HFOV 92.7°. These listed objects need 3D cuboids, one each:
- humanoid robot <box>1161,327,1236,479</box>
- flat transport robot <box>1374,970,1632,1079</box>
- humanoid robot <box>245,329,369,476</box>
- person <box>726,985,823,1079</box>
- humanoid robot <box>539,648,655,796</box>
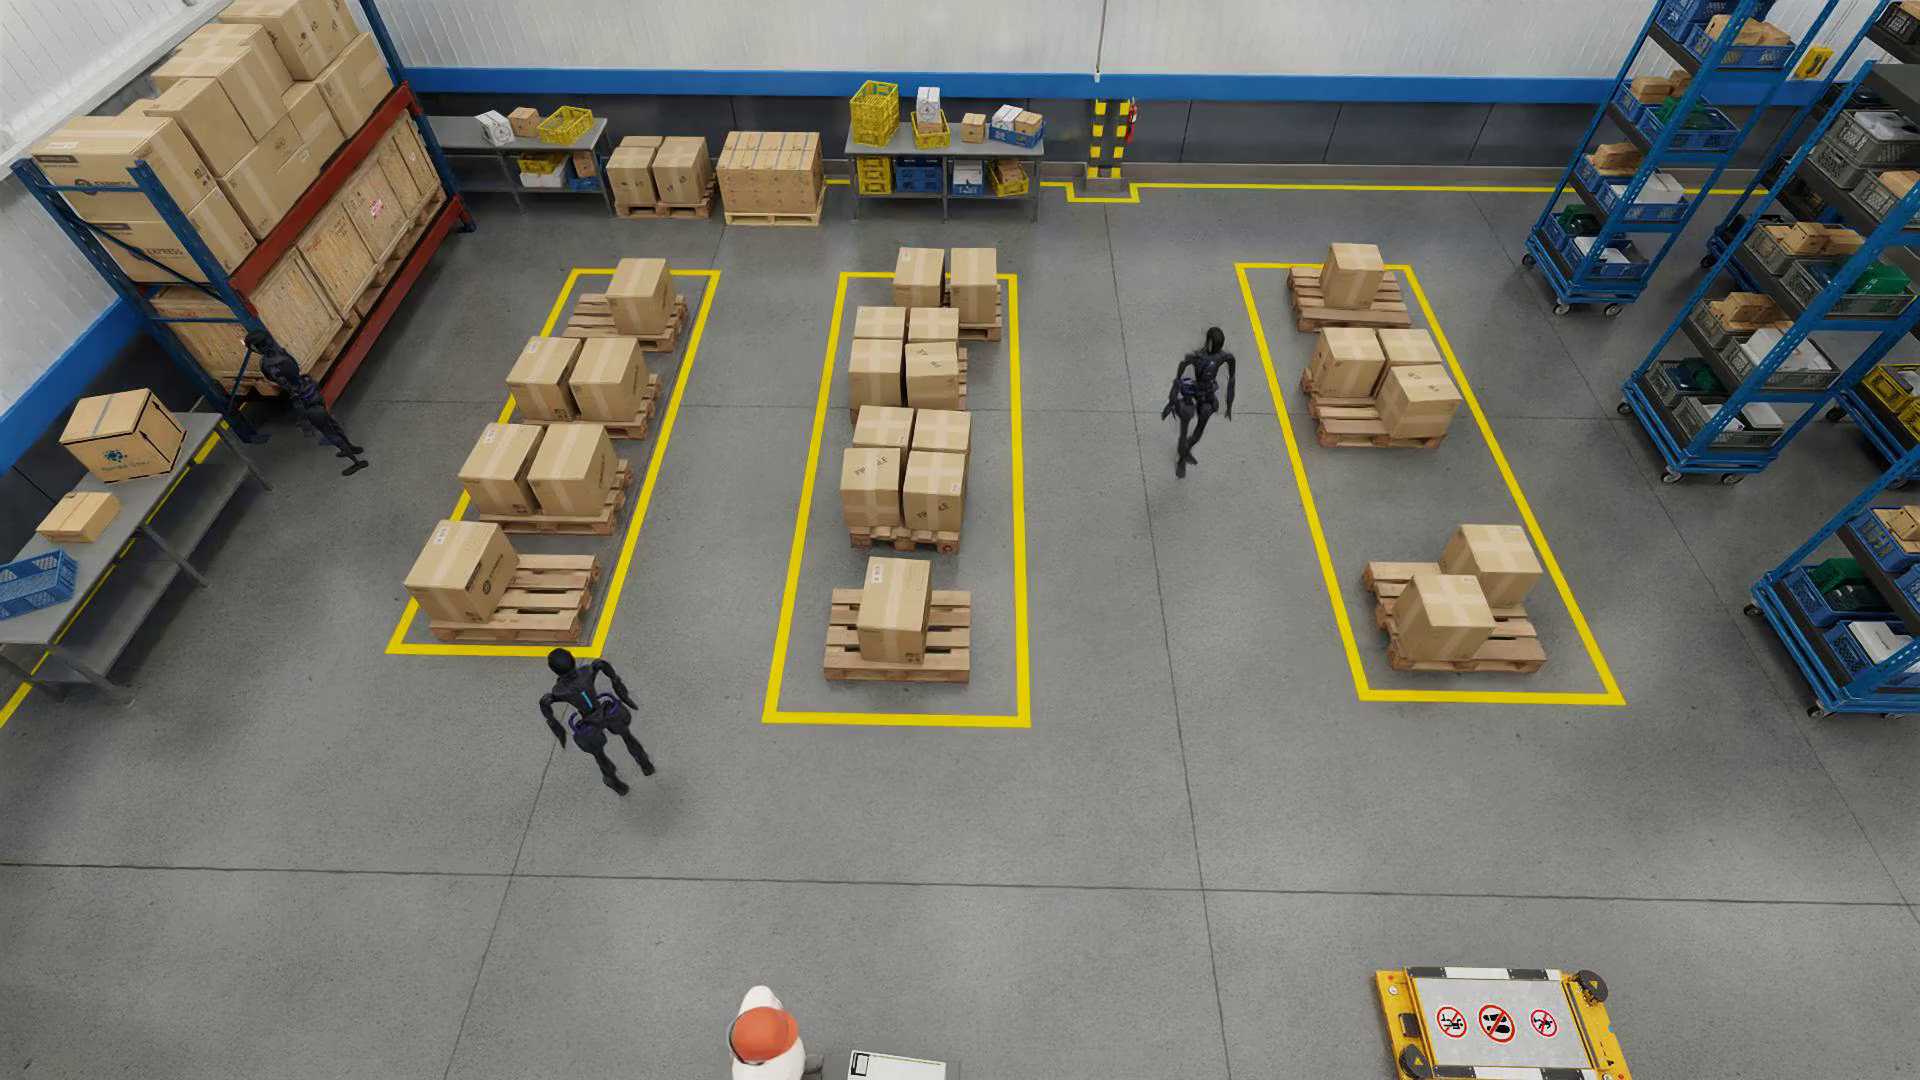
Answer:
[{"bbox_3d":[2.260,-1.292,8.635,0.653,1.650,0.421,-5,51,-4],"label":"humanoid robot"},{"bbox_3d":[3.501,3.133,5.914,1.431,0.197,0.652,1,51,1],"label":"flat transport robot"},{"bbox_3d":[-6.162,-1.290,8.622,0.325,1.654,0.599,-25,55,-19],"label":"humanoid robot"},{"bbox_3d":[-0.979,2.891,5.024,0.407,1.985,0.615,-6,51,-5],"label":"person"},{"bbox_3d":[-2.600,1.269,6.536,0.357,1.652,0.563,37,60,26],"label":"humanoid robot"}]
